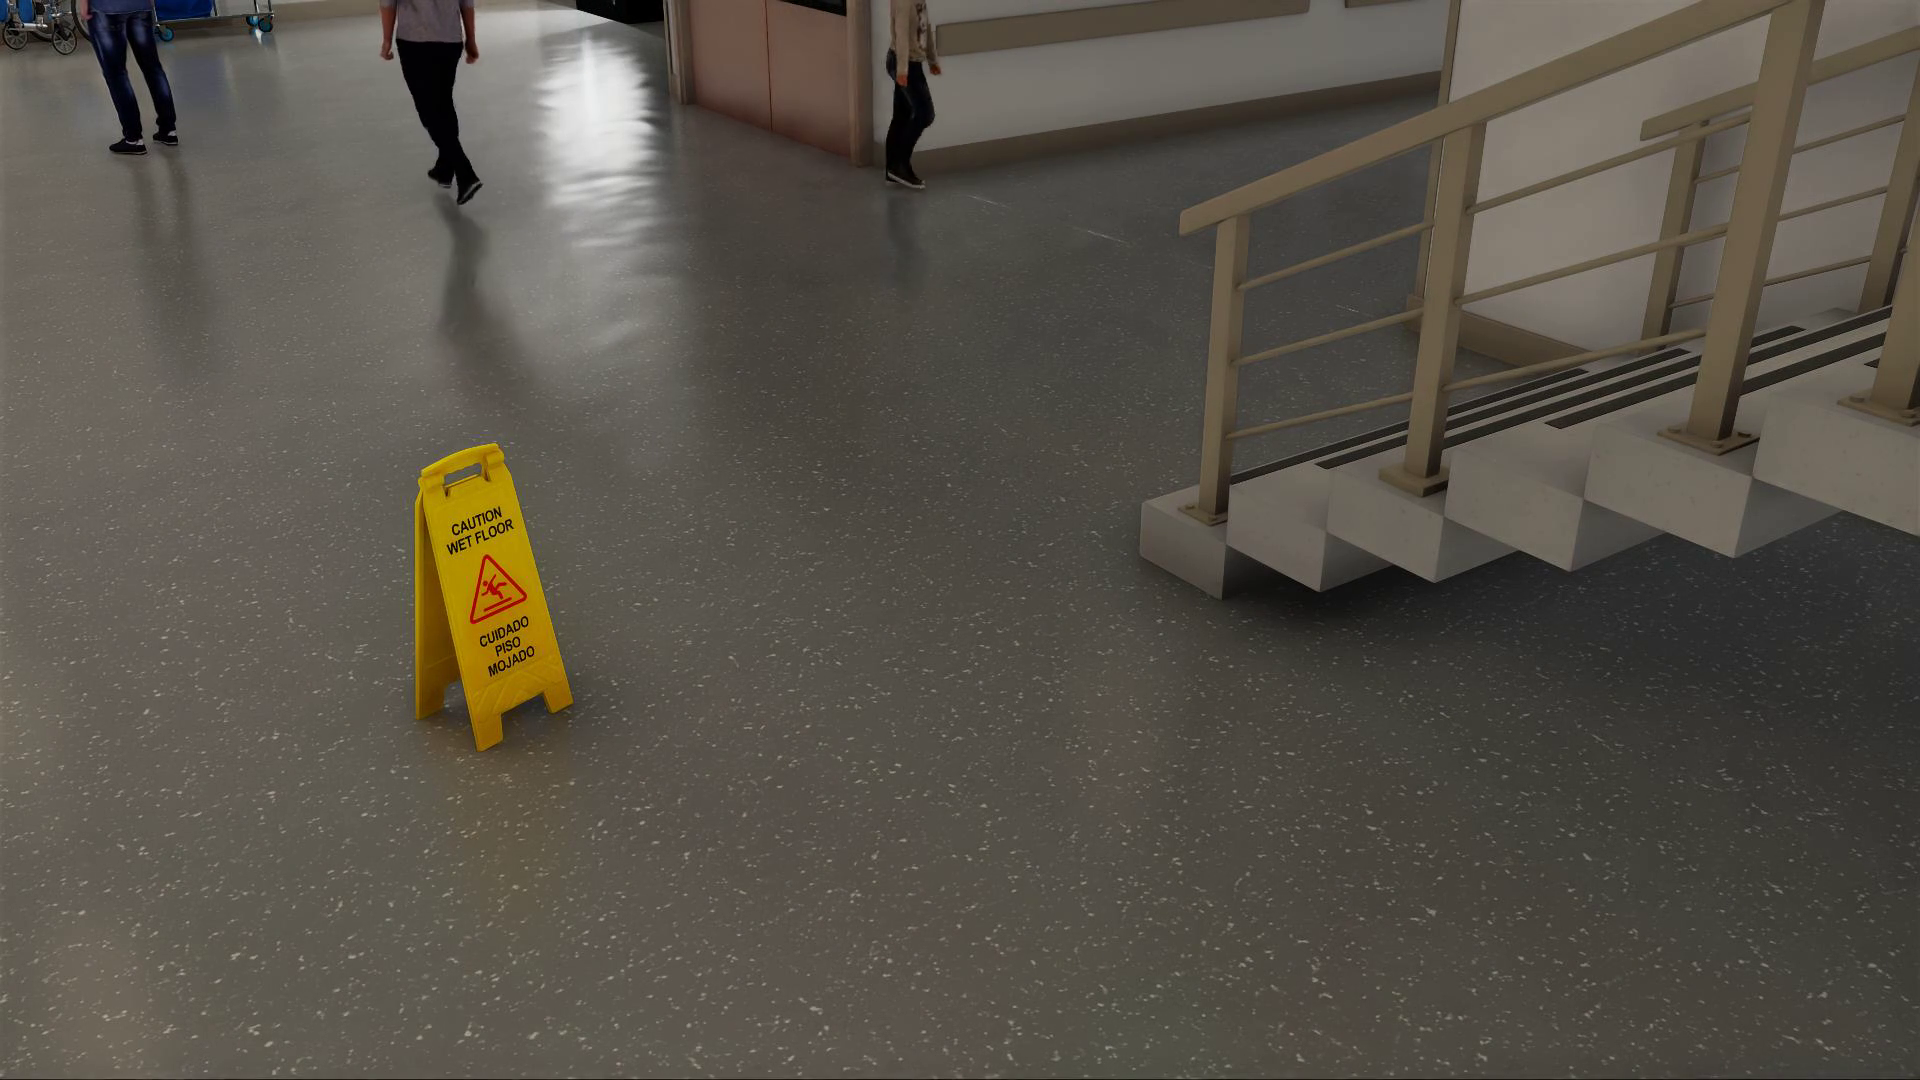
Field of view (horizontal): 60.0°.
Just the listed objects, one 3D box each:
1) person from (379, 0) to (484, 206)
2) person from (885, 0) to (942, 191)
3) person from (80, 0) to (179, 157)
[{"bbox_3d":[-2.961,-2.802,9.409,0.761,1.808,1.171,-21,33,-37],"label":"person"},{"bbox_3d":[-0.380,-2.807,9.835,0.715,1.447,0.649,4,26,8],"label":"person"},{"bbox_3d":[-5.403,-3.419,10.669,0.766,1.826,0.797,13,29,26],"label":"person"}]
